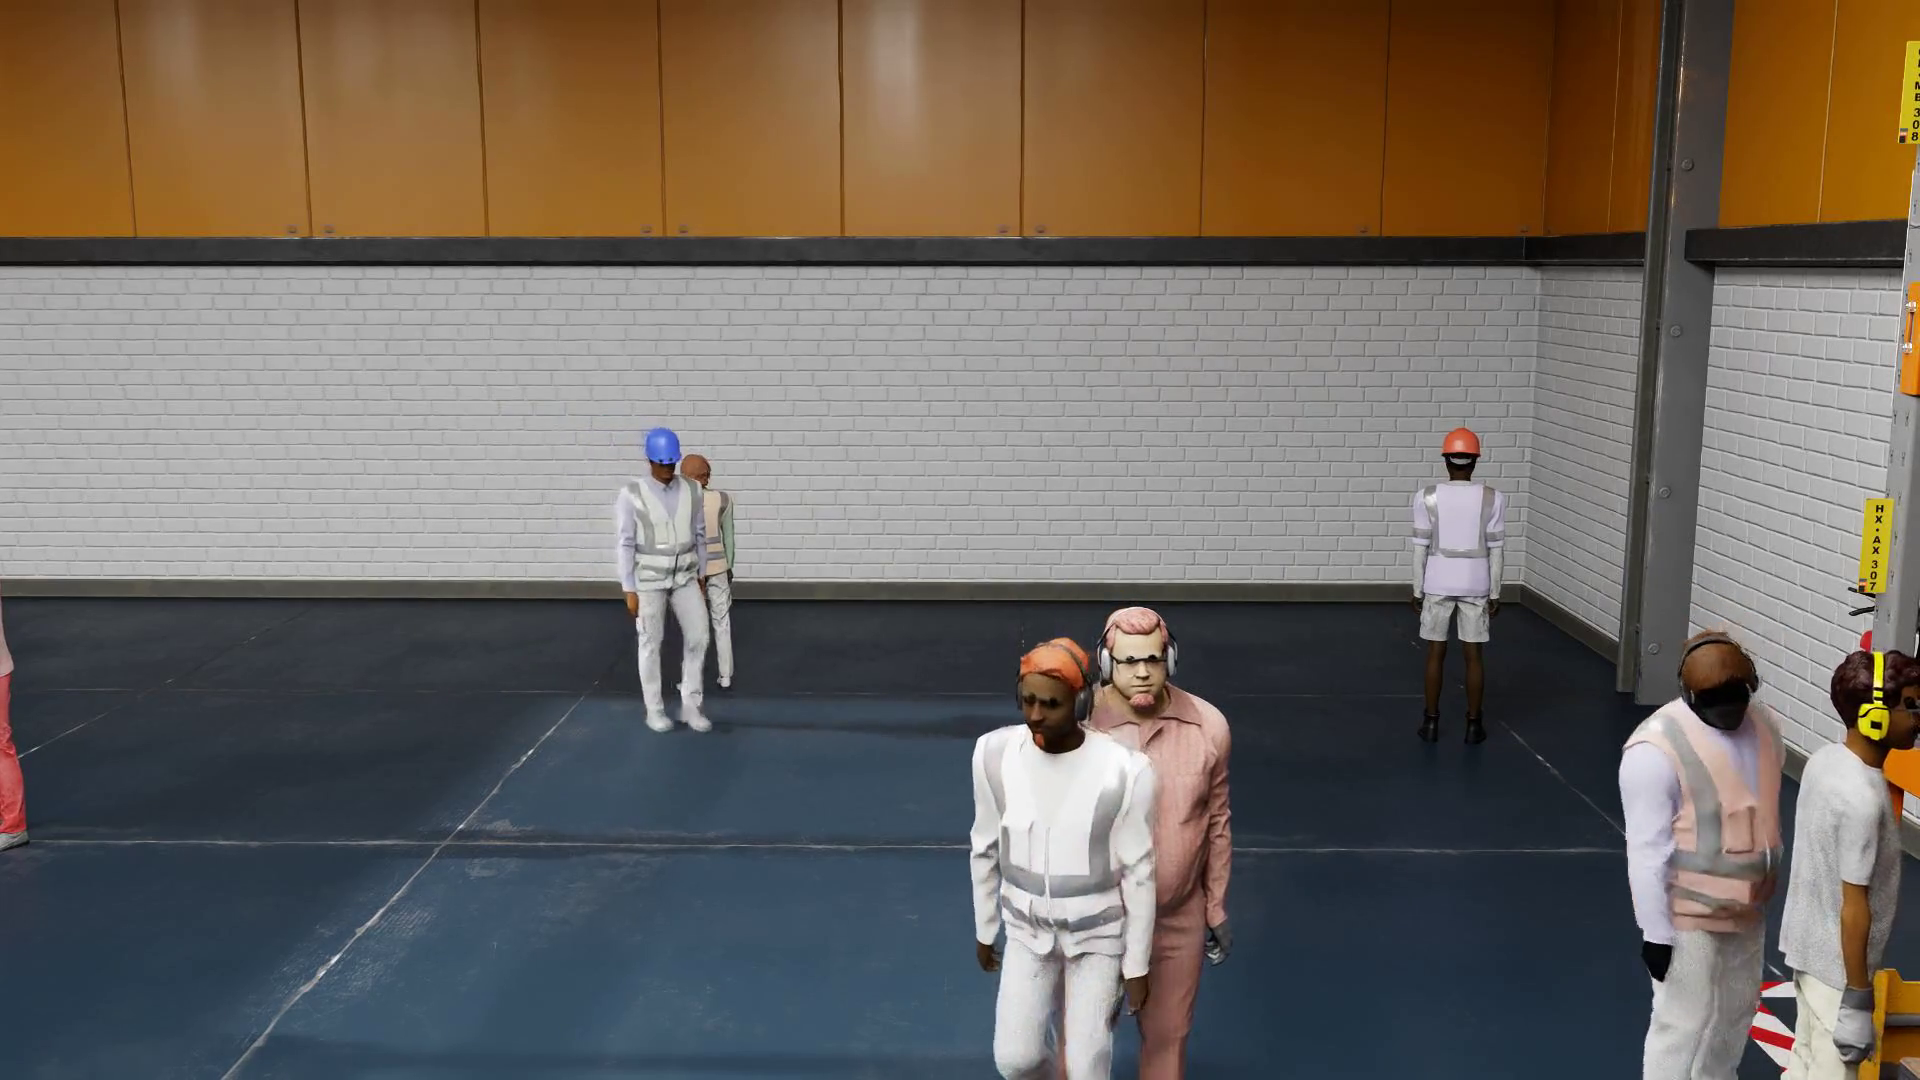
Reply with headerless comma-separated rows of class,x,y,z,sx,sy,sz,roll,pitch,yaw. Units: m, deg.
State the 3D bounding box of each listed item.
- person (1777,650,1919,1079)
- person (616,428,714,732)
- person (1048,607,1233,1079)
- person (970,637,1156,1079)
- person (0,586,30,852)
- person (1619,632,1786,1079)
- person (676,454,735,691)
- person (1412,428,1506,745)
person,2.492,1.217,4.693,0.329,1.871,0.513,3,10,16
person,-1.782,0.266,10.239,0.636,1.916,0.655,-7,12,-35
person,0.527,1.139,5.051,0.653,1.906,0.408,-2,10,-10
person,0.324,1.173,4.999,0.586,1.864,0.569,4,10,22
person,-4.878,0.674,8.258,0.311,1.768,0.533,-7,12,-36
person,2.395,1.154,5.305,0.753,1.800,0.432,-6,11,-31
person,-1.763,0.231,11.297,0.513,1.637,0.313,-5,11,-29
person,3.015,0.283,10.110,0.542,1.930,0.366,3,10,15
